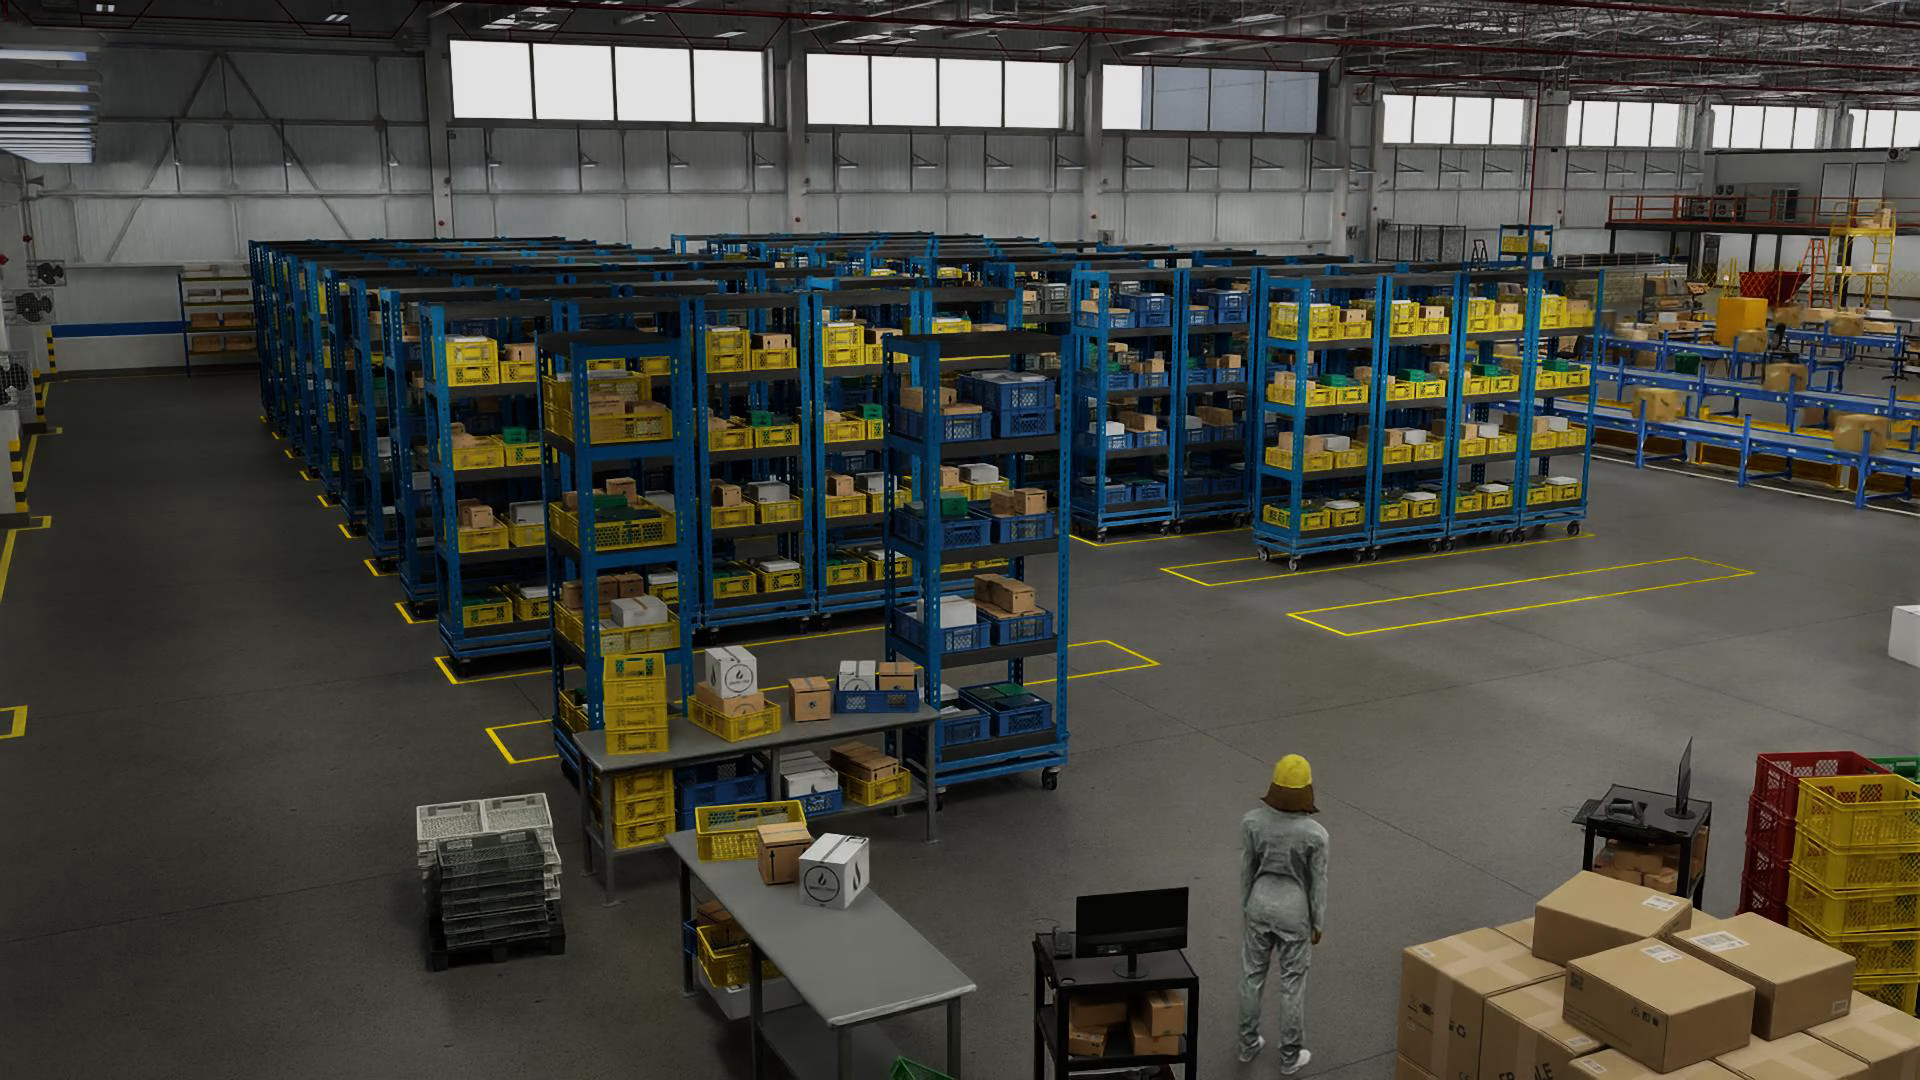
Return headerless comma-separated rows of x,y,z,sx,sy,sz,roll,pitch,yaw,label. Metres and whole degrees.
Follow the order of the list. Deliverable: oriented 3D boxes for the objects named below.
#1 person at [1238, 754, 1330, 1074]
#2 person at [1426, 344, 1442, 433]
1.735,1.988,8.918,0.480,1.732,0.354,7,14,29,person
8.365,-2.574,29.838,0.676,1.906,0.403,-2,12,-10,person
